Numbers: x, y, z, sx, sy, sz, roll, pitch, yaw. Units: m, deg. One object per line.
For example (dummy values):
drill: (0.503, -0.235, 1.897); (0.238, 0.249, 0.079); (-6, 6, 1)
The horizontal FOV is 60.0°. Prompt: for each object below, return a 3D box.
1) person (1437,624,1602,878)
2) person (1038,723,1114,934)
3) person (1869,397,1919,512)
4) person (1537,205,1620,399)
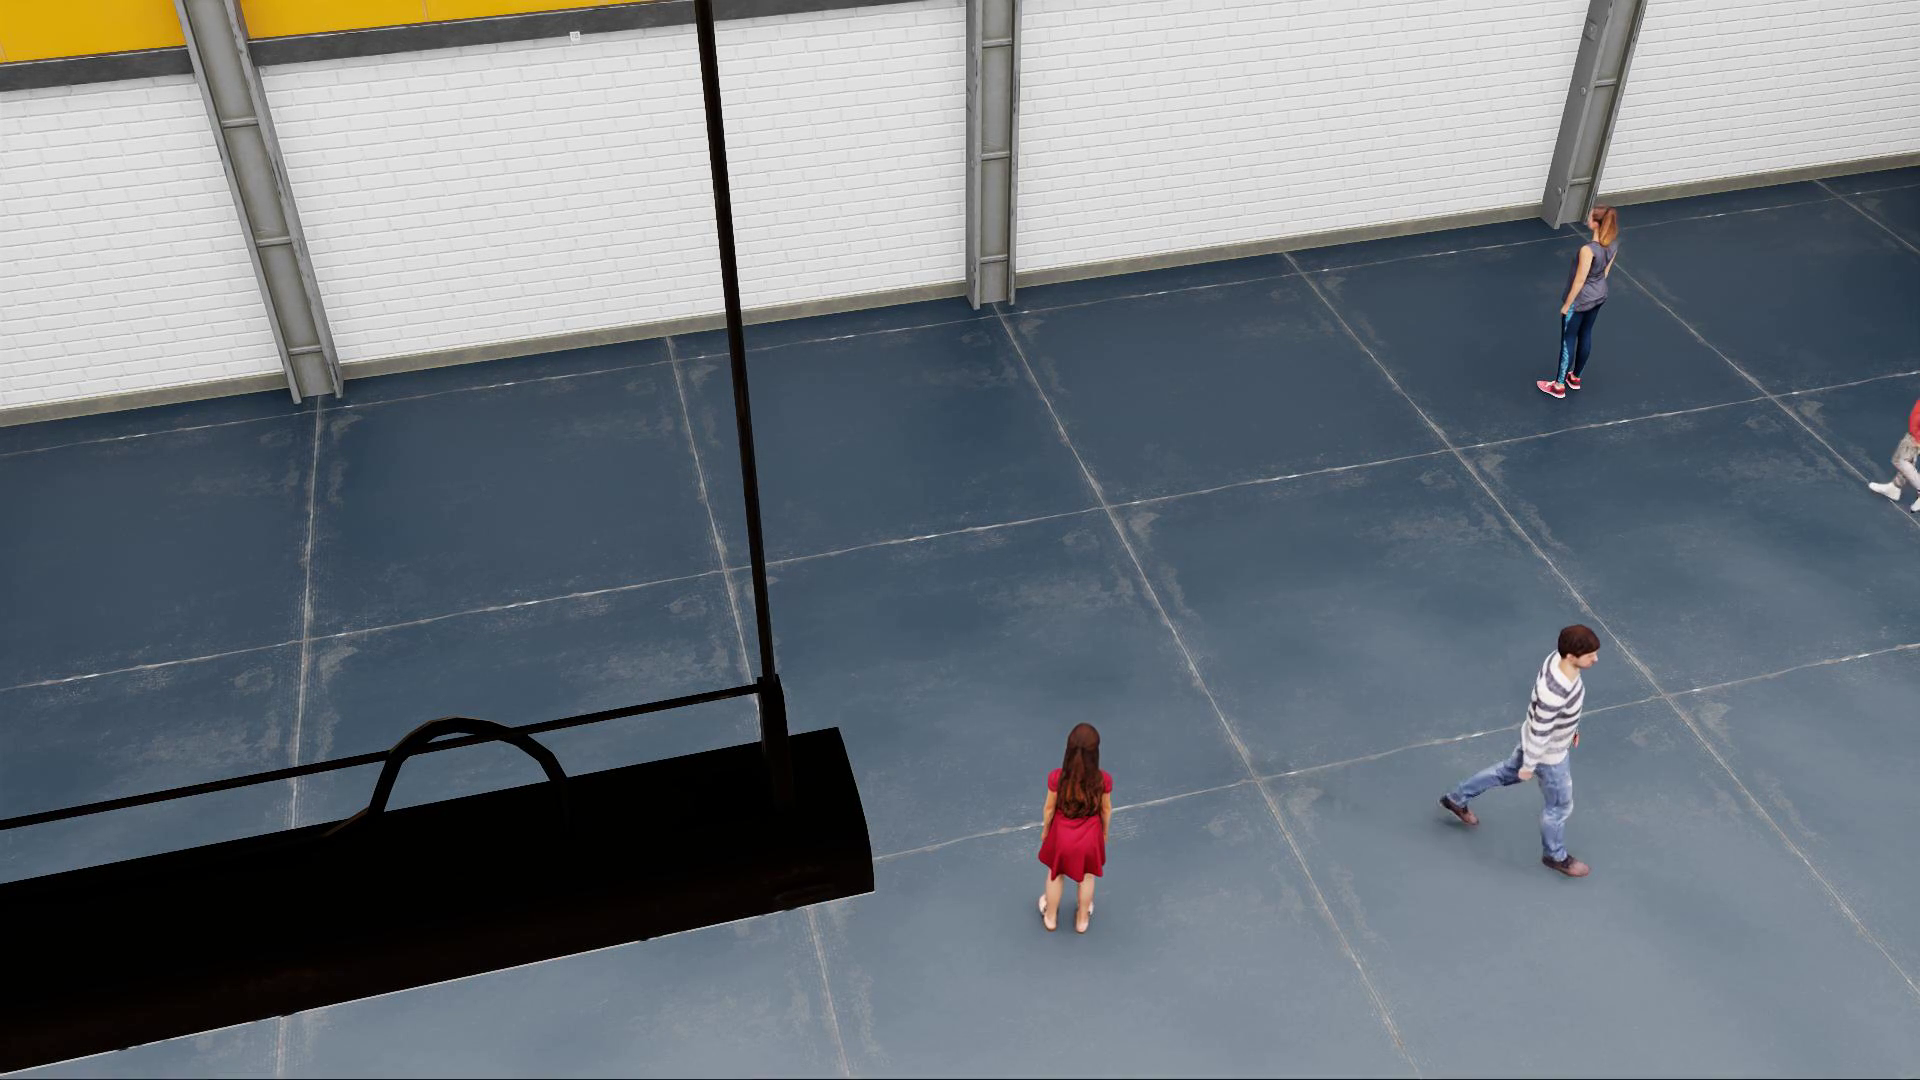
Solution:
person: (3.337, 1.171, 9.771); (1.254, 1.812, 1.096); (14, 41, 17)
person: (0.648, 1.647, 9.385); (0.603, 1.549, 0.673); (-1, 39, -1)
person: (7.376, -0.828, 12.602); (0.765, 1.402, 0.747); (-26, 46, -29)
person: (5.173, -1.985, 13.790); (0.566, 1.728, 0.689); (-23, 44, -26)
